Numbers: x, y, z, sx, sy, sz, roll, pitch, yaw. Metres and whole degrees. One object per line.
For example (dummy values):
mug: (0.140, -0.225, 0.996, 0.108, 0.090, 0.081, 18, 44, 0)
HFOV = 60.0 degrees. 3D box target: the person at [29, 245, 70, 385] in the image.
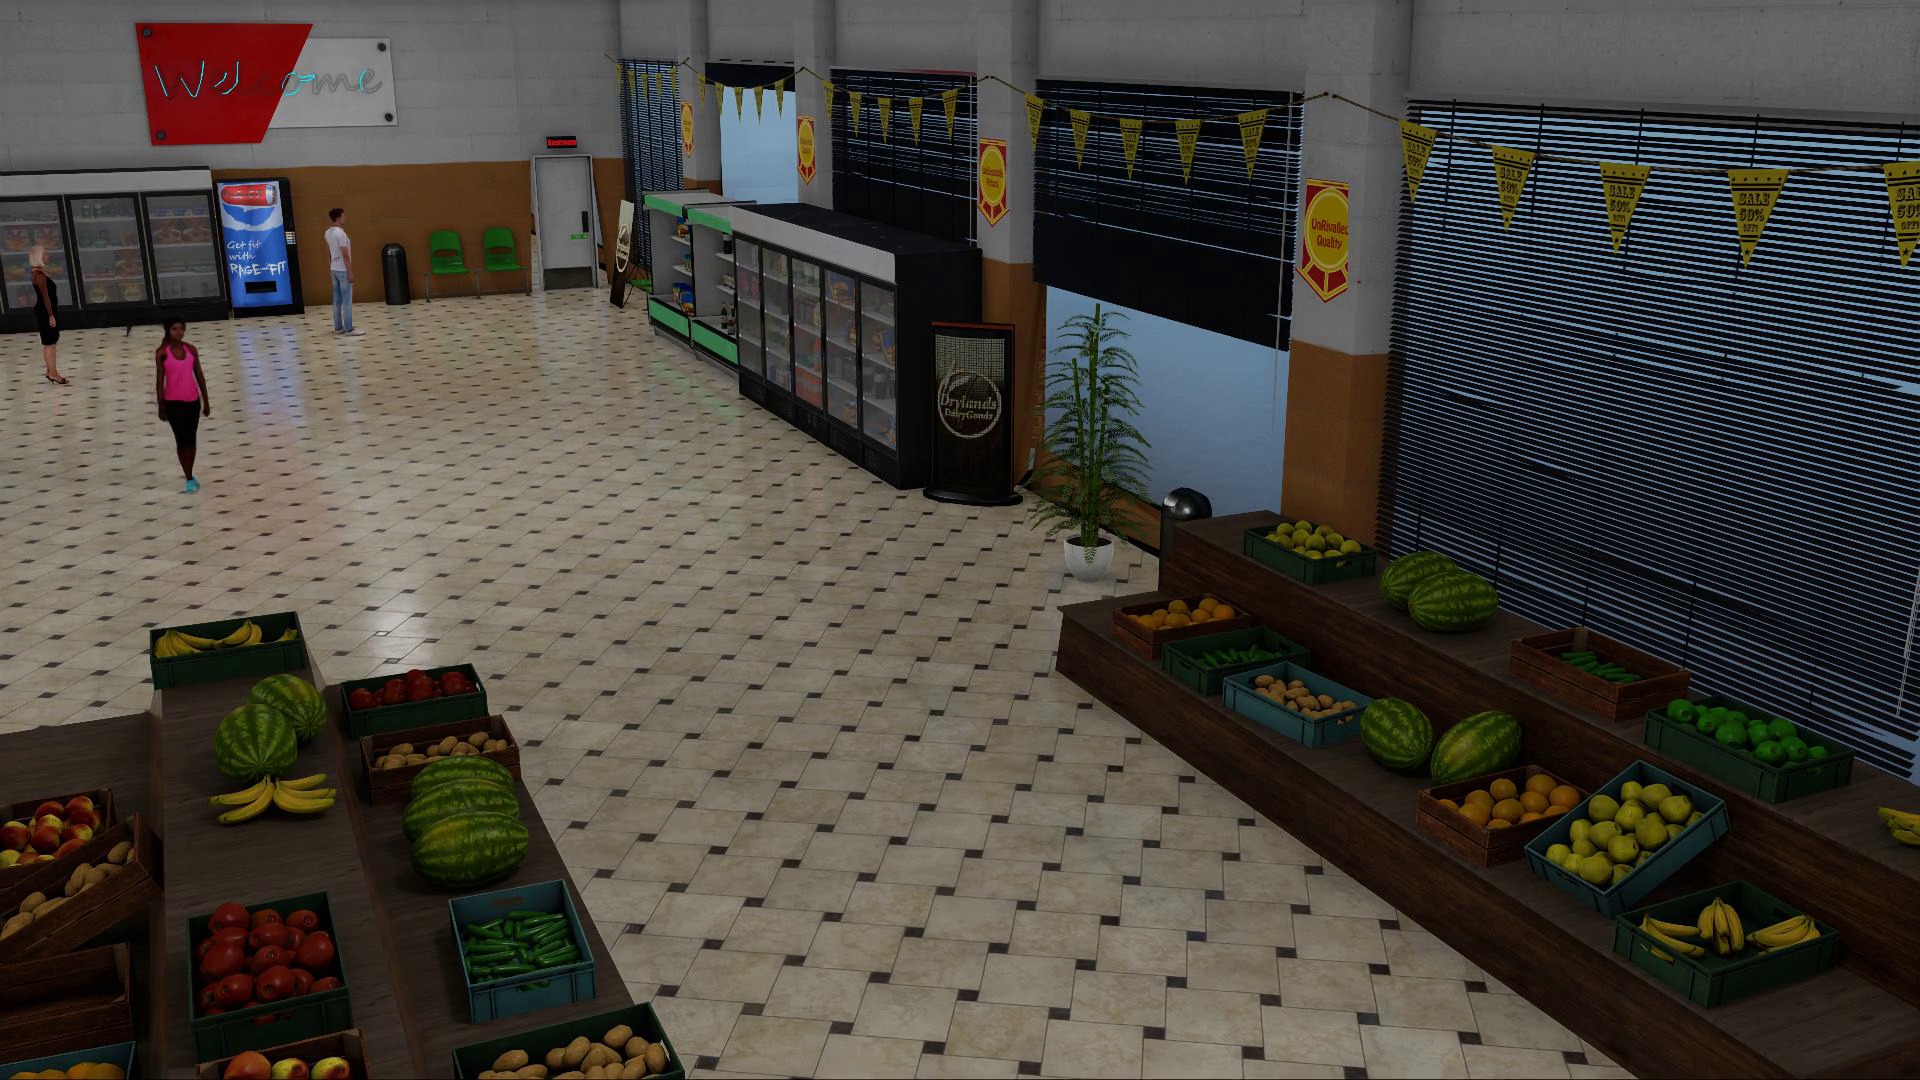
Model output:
person: (-11.569, -2.855, 21.063, 0.690, 1.747, 0.489, -11, 20, -32)

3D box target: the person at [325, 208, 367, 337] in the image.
person: (-9.111, -3.946, 24.476, 0.630, 1.850, 0.788, 14, 22, 39)

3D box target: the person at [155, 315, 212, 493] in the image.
person: (-7.571, -1.333, 16.125, 0.745, 1.704, 0.896, -15, 23, -41)
